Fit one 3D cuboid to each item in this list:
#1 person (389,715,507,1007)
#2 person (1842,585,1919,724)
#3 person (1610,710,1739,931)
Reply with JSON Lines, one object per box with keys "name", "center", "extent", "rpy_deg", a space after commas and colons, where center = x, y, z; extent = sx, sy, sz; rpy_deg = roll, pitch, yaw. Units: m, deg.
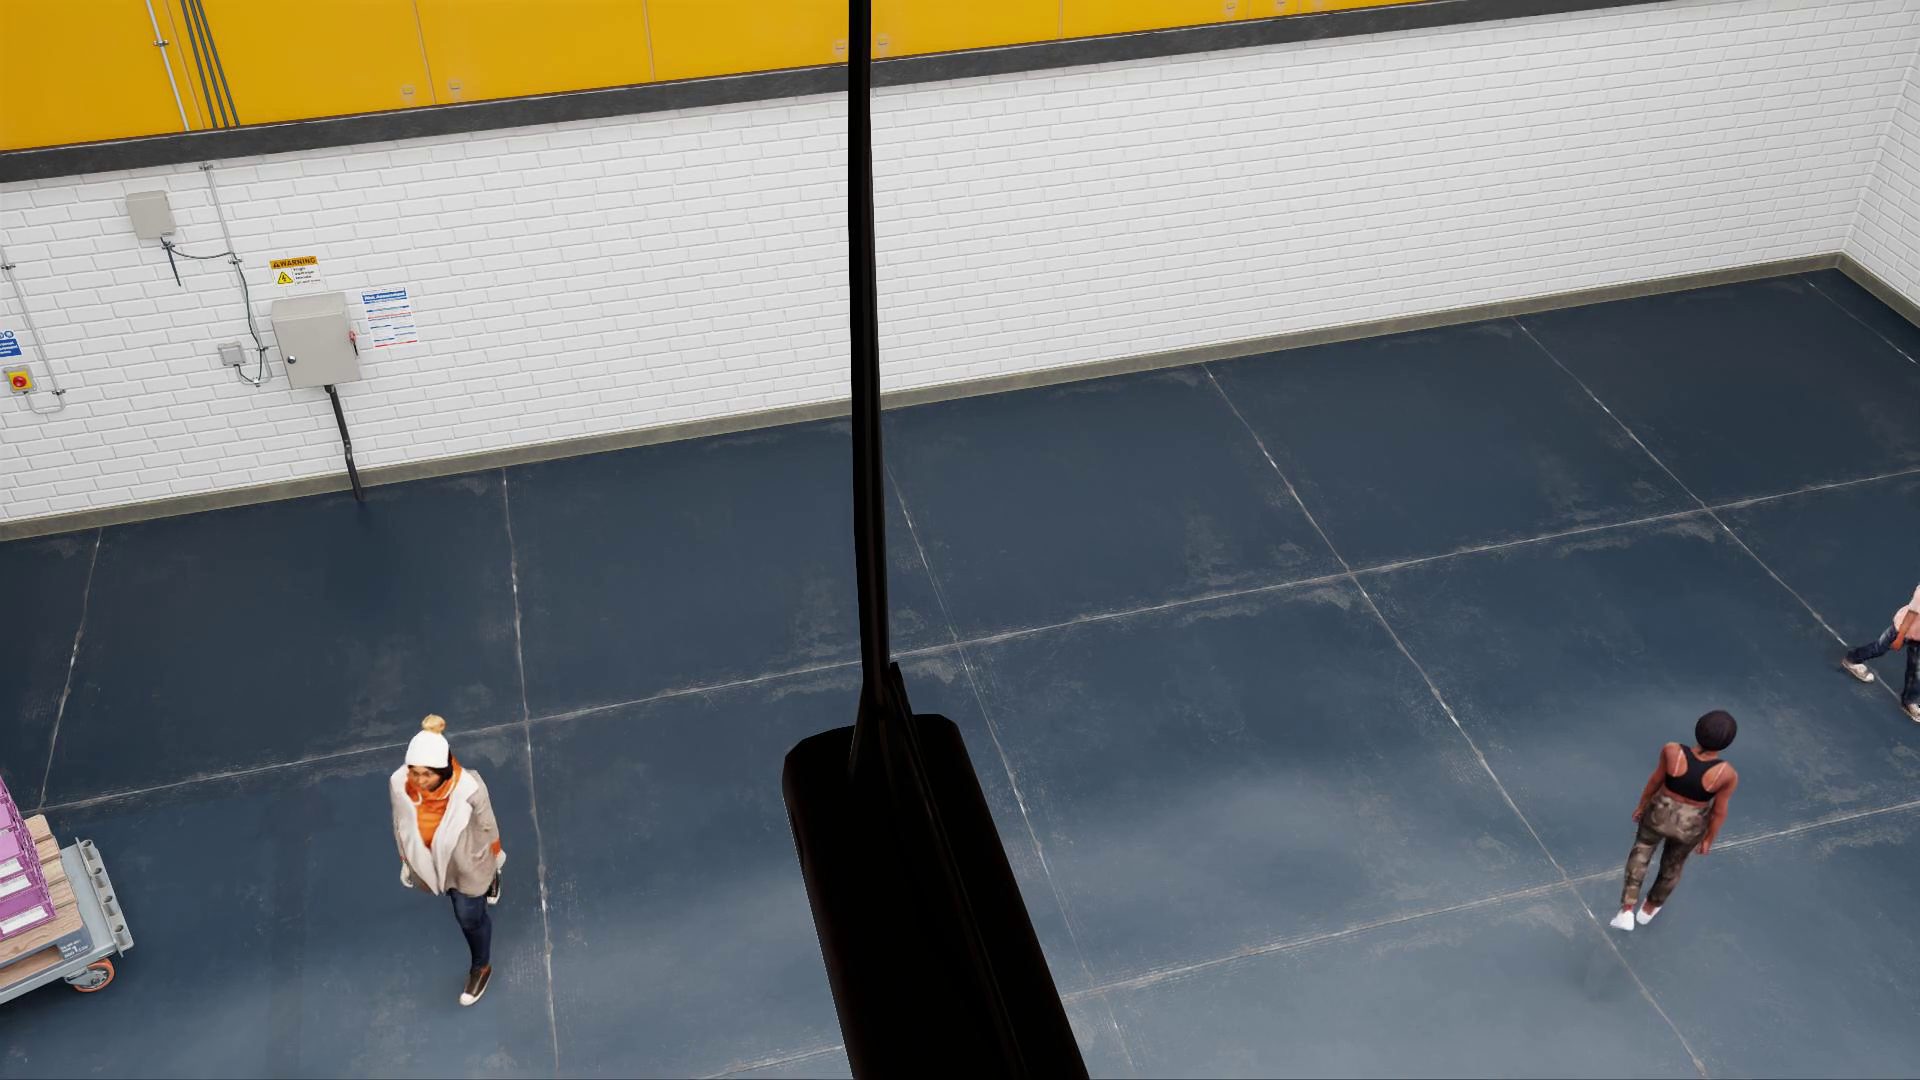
{"name": "person", "center": [-2.727, 1.601, 9.046], "extent": [1.009, 1.856, 1.242], "rpy_deg": [7, 39, 9]}
{"name": "person", "center": [6.184, 0.521, 10.867], "extent": [0.595, 1.271, 0.921], "rpy_deg": [-17, 42, -20]}
{"name": "person", "center": [3.915, 1.608, 9.170], "extent": [0.880, 1.689, 0.925], "rpy_deg": [23, 44, 26]}
